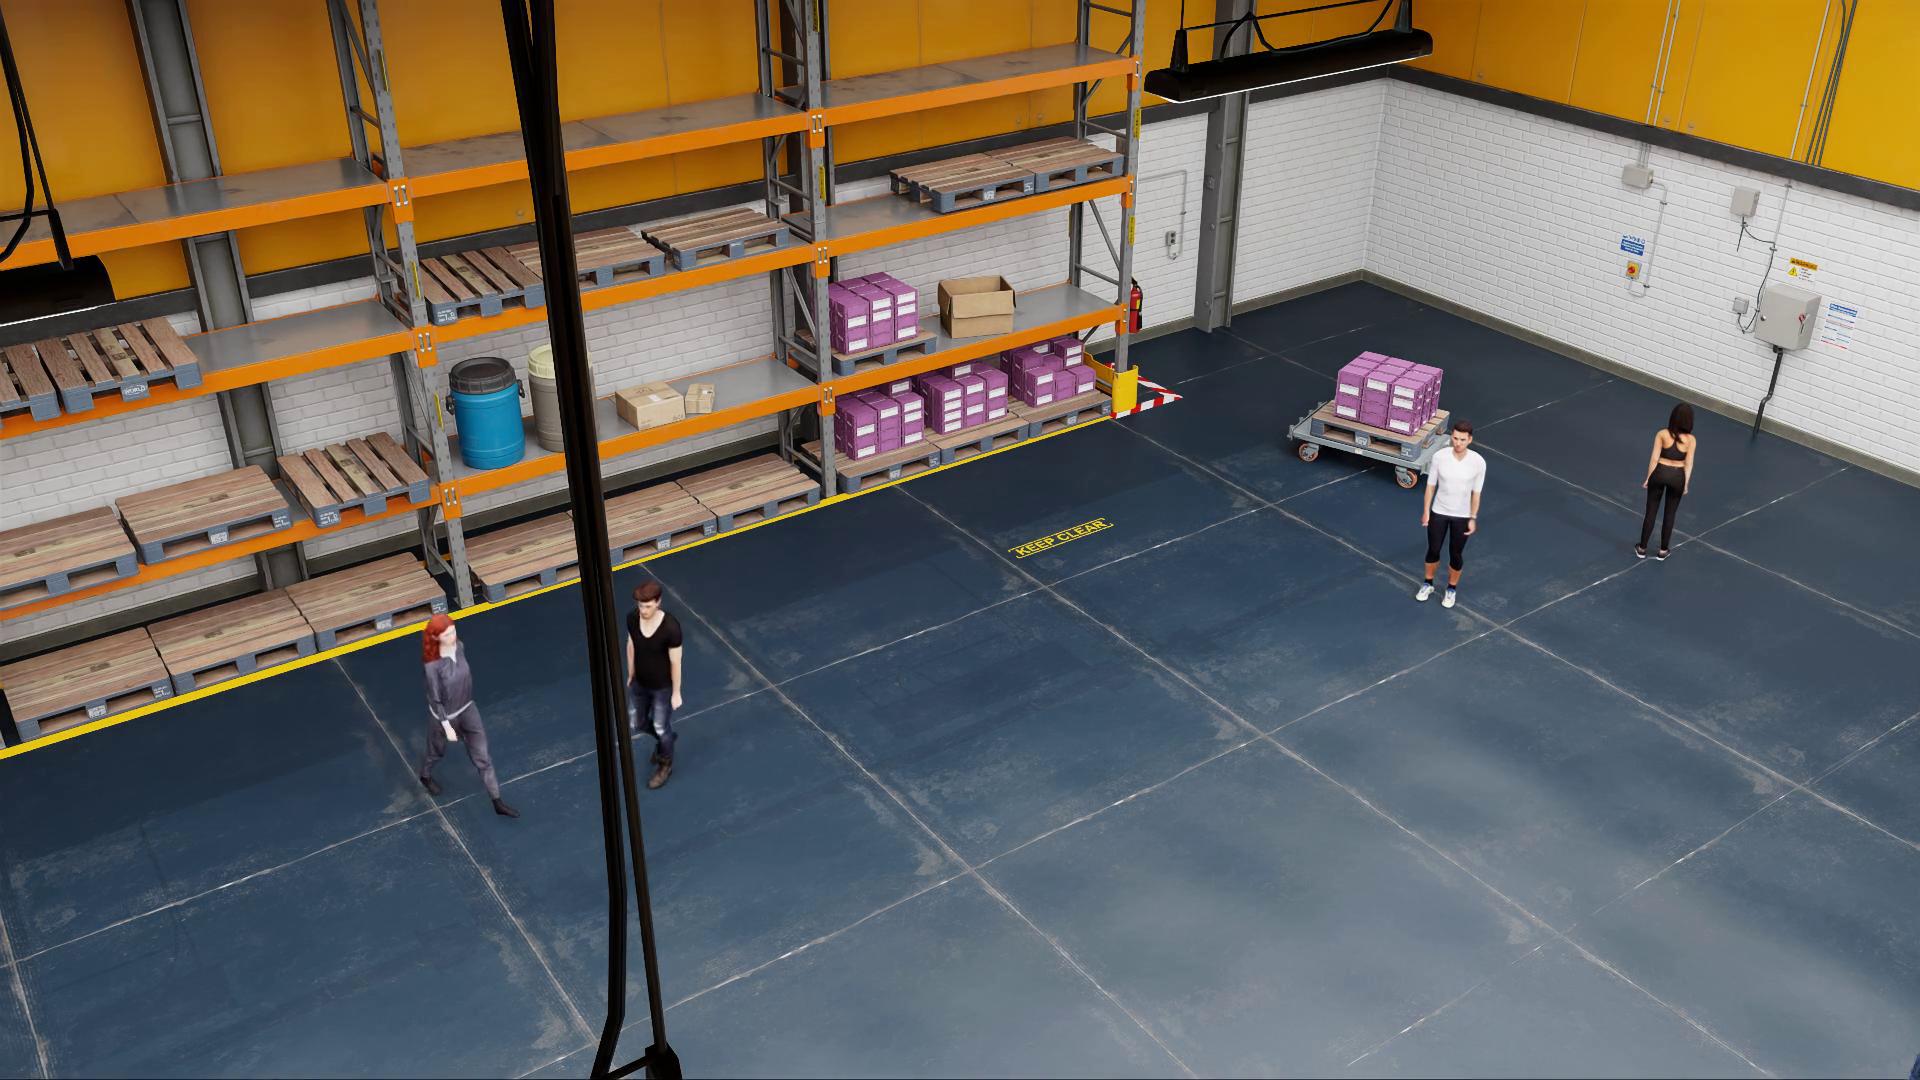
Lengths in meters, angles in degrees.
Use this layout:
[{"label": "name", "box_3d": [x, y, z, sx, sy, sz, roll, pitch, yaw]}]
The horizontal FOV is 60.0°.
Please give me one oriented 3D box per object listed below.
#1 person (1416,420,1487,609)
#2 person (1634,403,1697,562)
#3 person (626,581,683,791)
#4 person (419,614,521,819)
[{"label": "person", "box_3d": [4.558, -0.262, 15.405, 0.740, 1.848, 0.749, 12, 31, 21]}, {"label": "person", "box_3d": [6.885, -0.575, 16.193, 0.629, 1.644, 0.647, 11, 31, 20]}, {"label": "person", "box_3d": [-2.311, 1.064, 12.948, 0.888, 1.873, 0.942, 16, 32, 27]}, {"label": "person", "box_3d": [-3.920, 1.328, 12.617, 0.979, 1.728, 1.213, 16, 33, 27]}]
